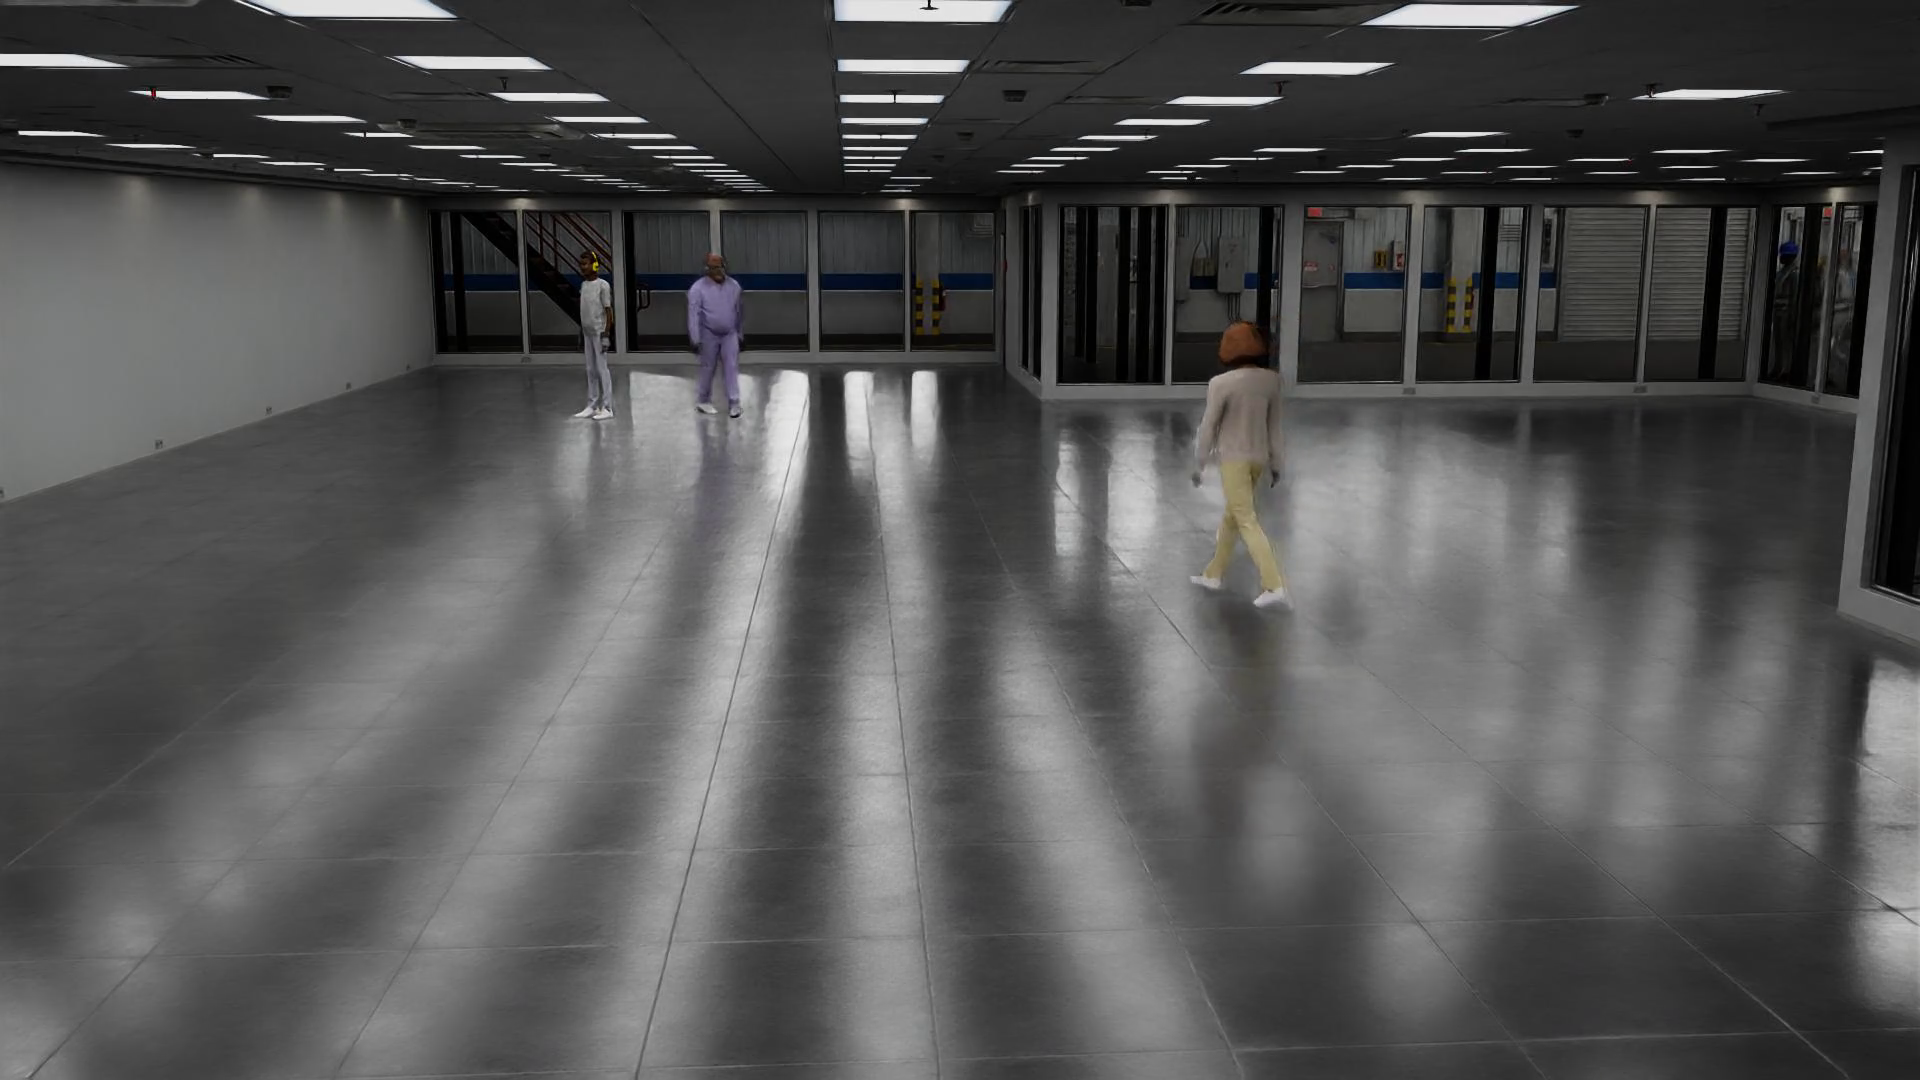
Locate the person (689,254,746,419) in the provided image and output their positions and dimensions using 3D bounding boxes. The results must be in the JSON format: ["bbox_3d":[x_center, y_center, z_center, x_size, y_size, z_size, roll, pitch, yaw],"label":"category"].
[{"bbox_3d":[-2.738,-2.303,18.802,0.709,1.843,0.996,-5,12,-27],"label":"person"}]

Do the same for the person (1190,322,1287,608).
[{"bbox_3d":[1.586,-0.433,9.377,0.518,1.588,0.865,-7,12,-32],"label":"person"}]

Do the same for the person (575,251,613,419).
[{"bbox_3d":[-4.098,-2.284,18.608,0.521,1.874,0.328,9,14,40],"label":"person"}]
